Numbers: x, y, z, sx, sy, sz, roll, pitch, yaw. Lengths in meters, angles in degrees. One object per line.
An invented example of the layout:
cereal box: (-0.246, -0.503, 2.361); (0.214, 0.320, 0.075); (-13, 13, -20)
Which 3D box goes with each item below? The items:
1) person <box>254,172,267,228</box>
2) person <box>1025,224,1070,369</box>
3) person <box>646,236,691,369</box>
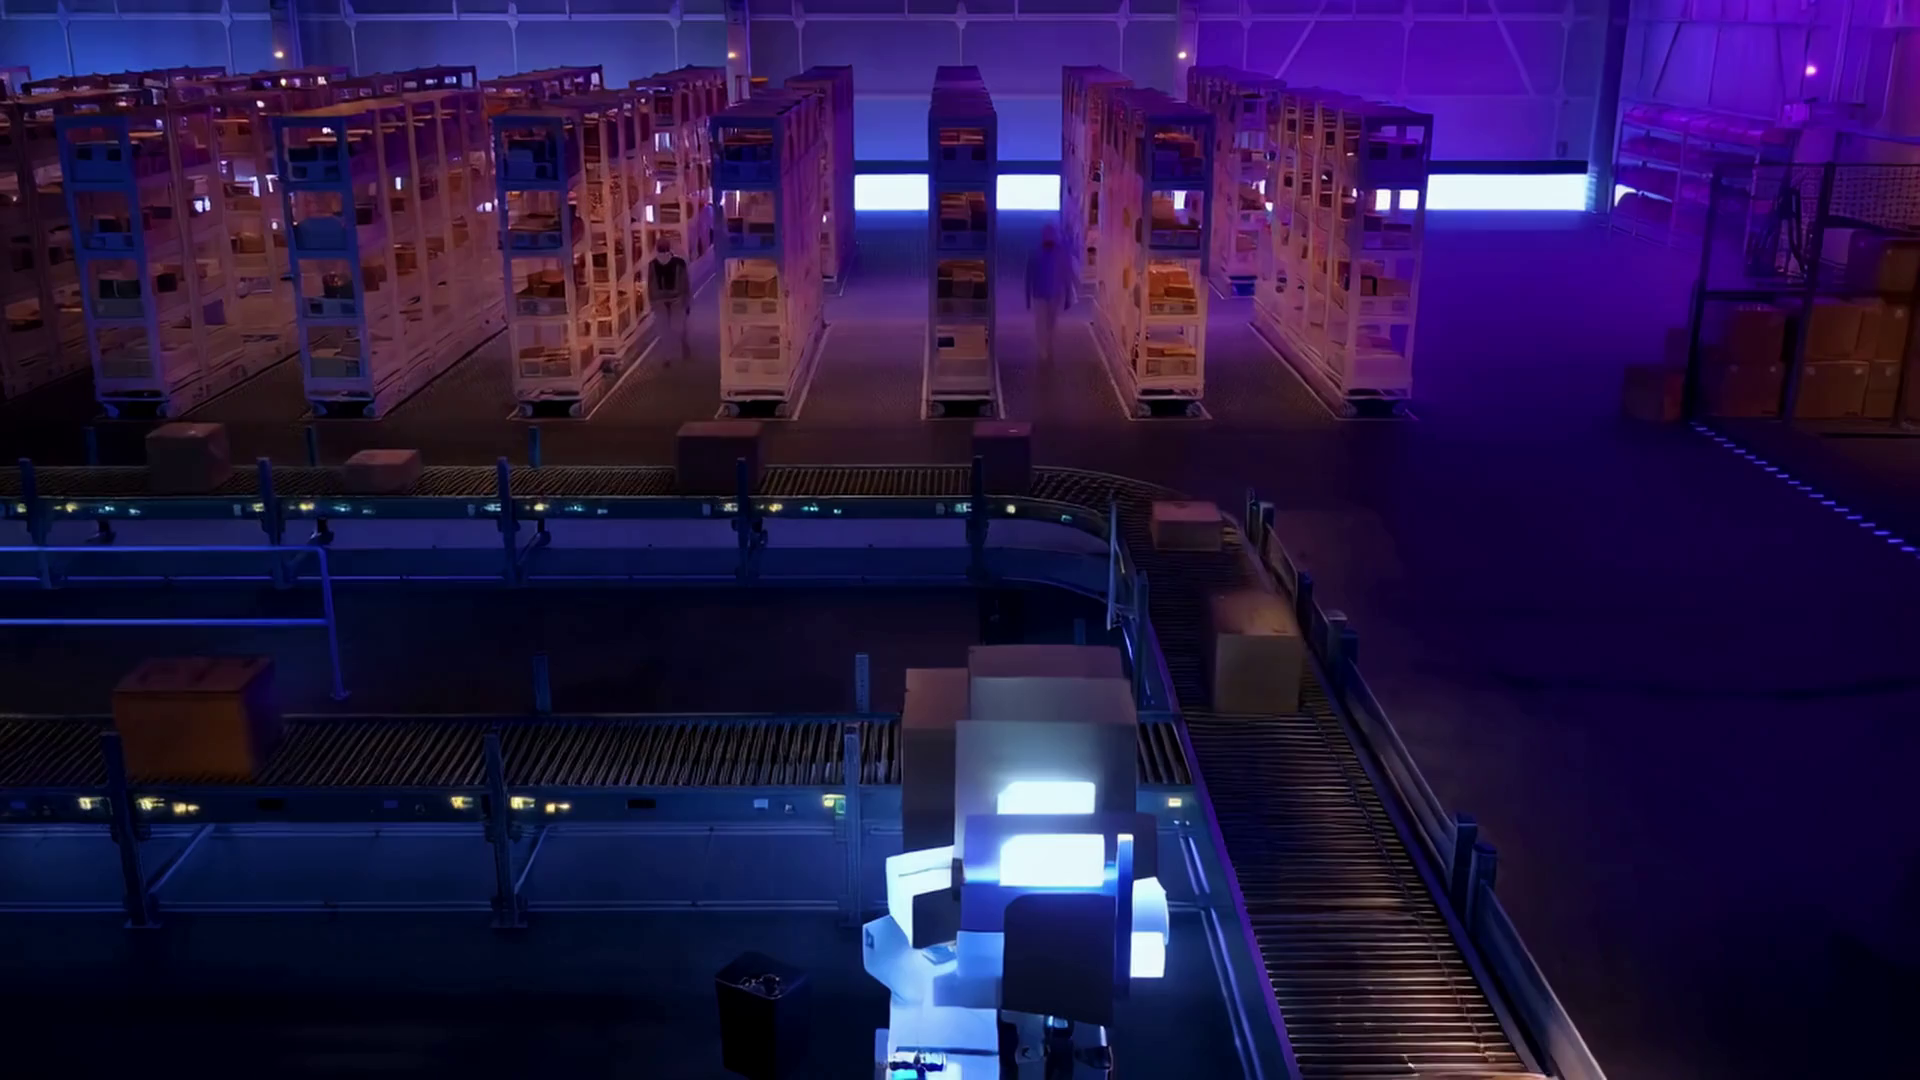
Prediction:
person: (-14.120, -6.824, 33.668); (0.377, 1.844, 0.570); (-4, 18, -11)
person: (1.204, -3.396, 22.947); (0.623, 1.962, 0.908); (-1, 18, -4)
person: (-3.975, -3.250, 22.713); (0.610, 1.814, 0.486); (1, 18, 2)
